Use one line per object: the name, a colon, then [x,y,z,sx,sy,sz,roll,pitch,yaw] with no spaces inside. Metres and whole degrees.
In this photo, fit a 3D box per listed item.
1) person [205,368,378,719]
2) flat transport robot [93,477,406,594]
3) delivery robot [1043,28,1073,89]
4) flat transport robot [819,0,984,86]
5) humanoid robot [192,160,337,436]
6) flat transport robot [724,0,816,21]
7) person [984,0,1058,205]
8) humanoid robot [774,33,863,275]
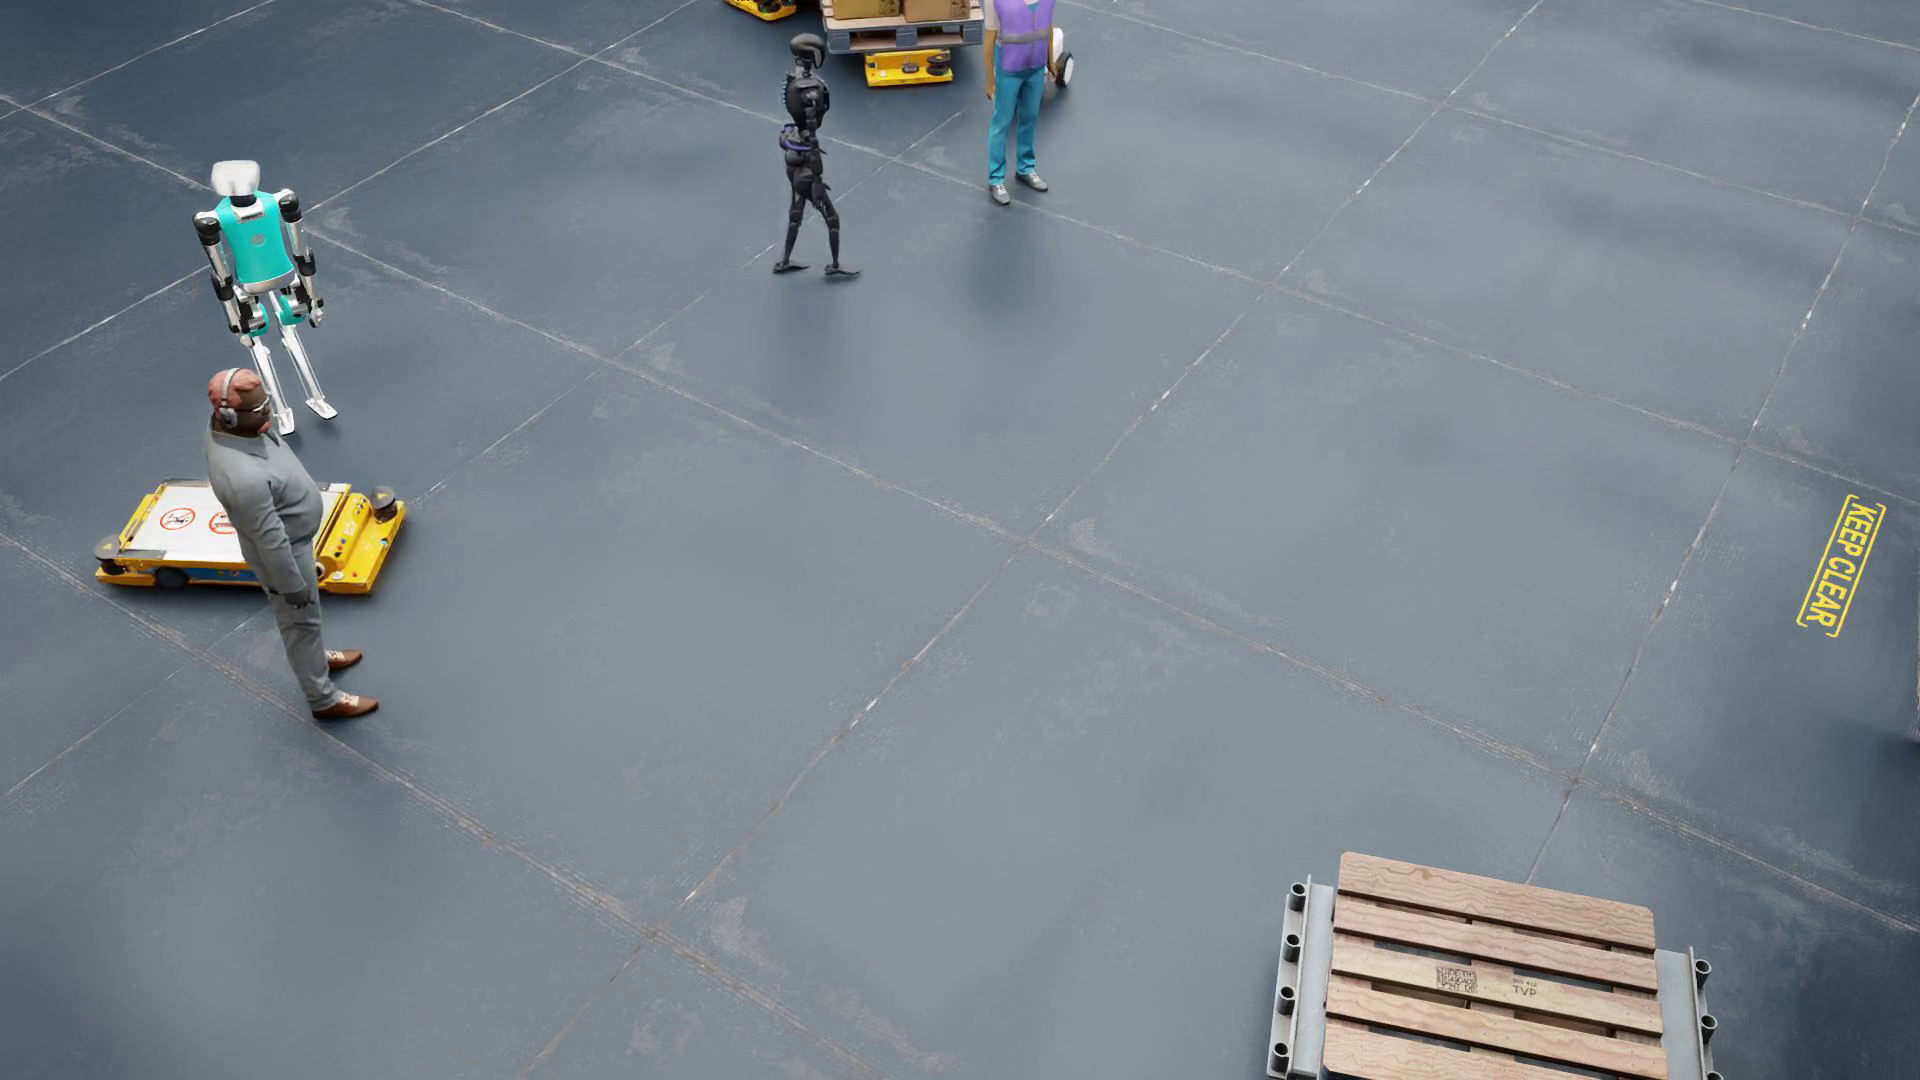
person: [-3.046,0.017,7.535,0.403,1.903,0.643,-17,44,-18]
flat transport robot: [-3.749,-0.023,8.805,1.431,0.231,0.659,2,42,2]
delivery robot: [0.525,-3.607,12.595,0.499,0.586,0.772,14,44,15]
flat transport robot: [-0.482,-4.037,13.297,0.659,0.231,1.431,-6,42,-6]
humanoid robot: [-3.822,-1.382,9.128,0.533,1.673,0.735,-24,47,-25]
flat transport robot: [-1.299,-4.795,14.145,0.659,0.231,1.431,34,52,32]
person: [0.395,-3.171,11.146,0.566,1.841,0.375,-24,47,-24]
humanoid robot: [-0.926,-2.396,10.417,0.630,1.636,0.586,-9,43,-10]
